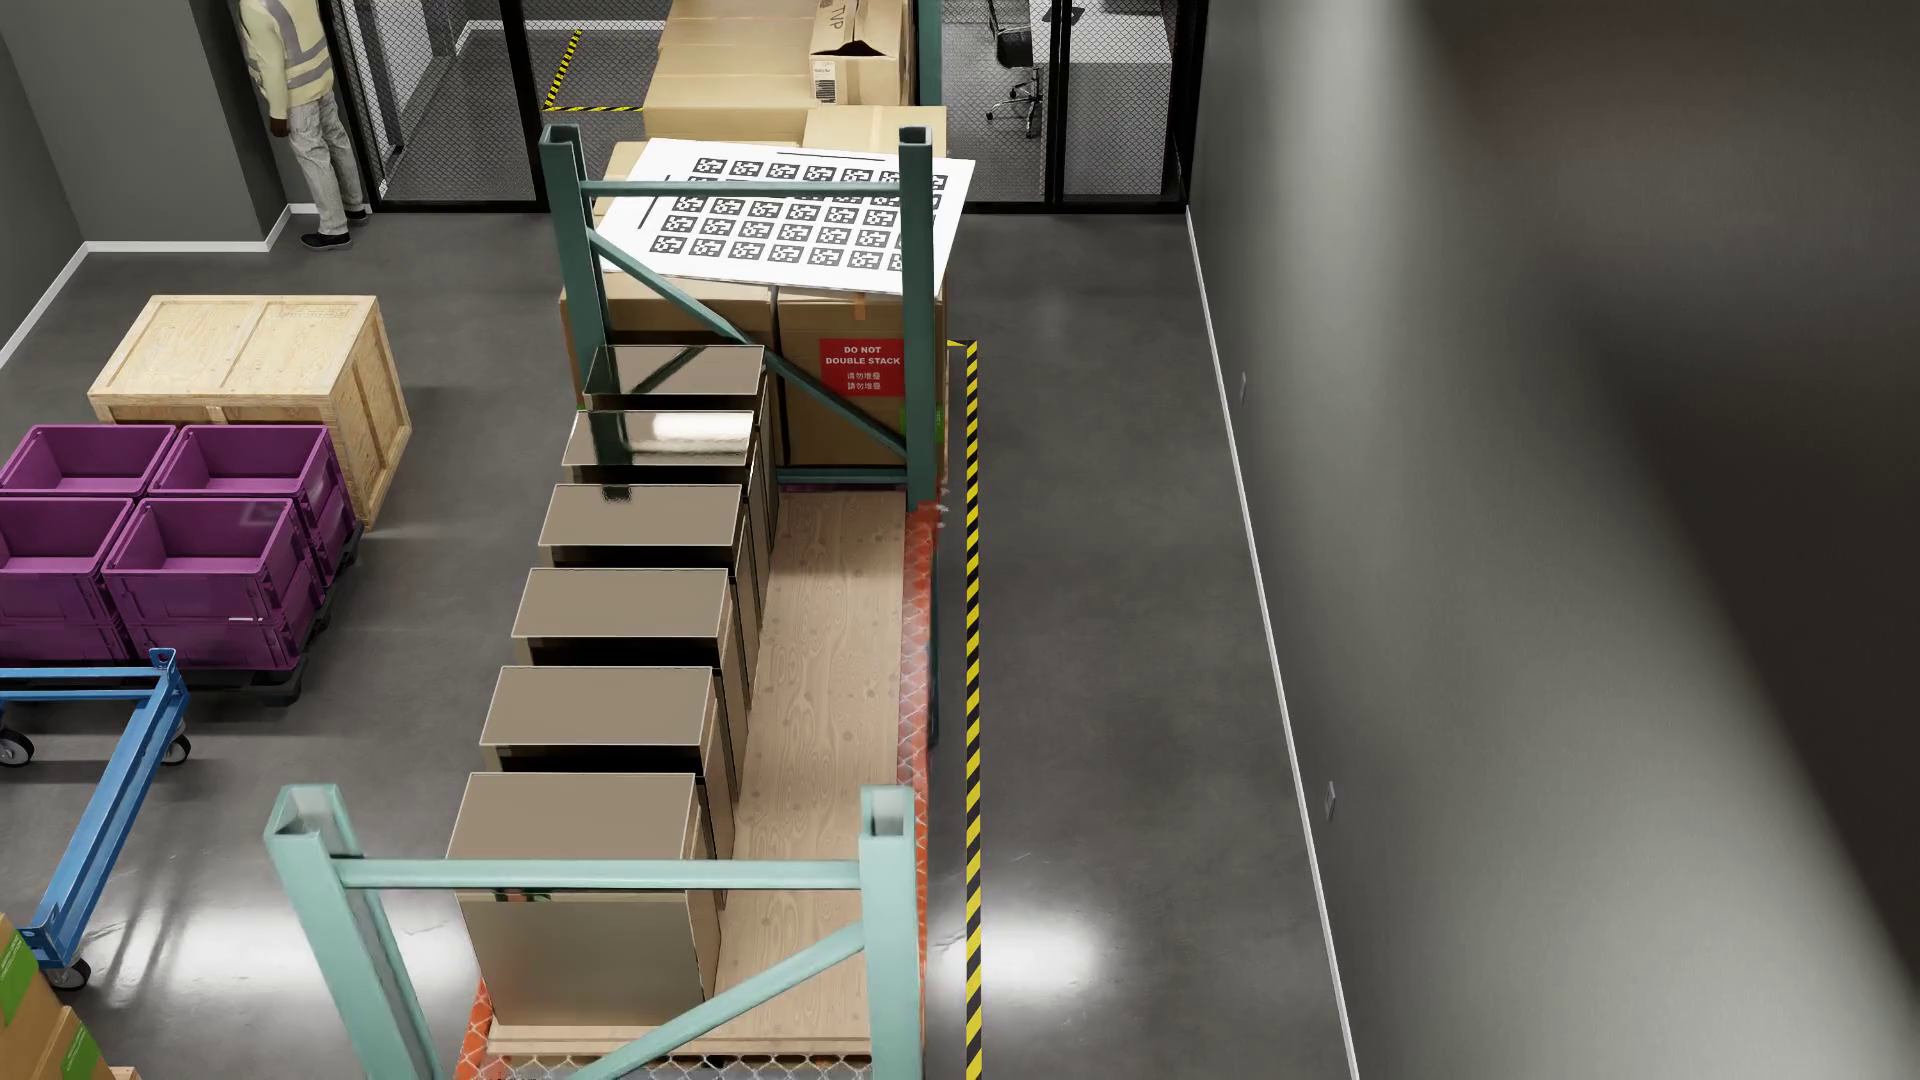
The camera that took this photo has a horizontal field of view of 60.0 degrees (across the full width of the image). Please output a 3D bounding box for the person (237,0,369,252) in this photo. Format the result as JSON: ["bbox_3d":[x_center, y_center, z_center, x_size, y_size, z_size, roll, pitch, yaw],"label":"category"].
[{"bbox_3d":[-3.479,-2.384,8.690,0.404,1.835,0.589,6,42,7],"label":"person"}]
